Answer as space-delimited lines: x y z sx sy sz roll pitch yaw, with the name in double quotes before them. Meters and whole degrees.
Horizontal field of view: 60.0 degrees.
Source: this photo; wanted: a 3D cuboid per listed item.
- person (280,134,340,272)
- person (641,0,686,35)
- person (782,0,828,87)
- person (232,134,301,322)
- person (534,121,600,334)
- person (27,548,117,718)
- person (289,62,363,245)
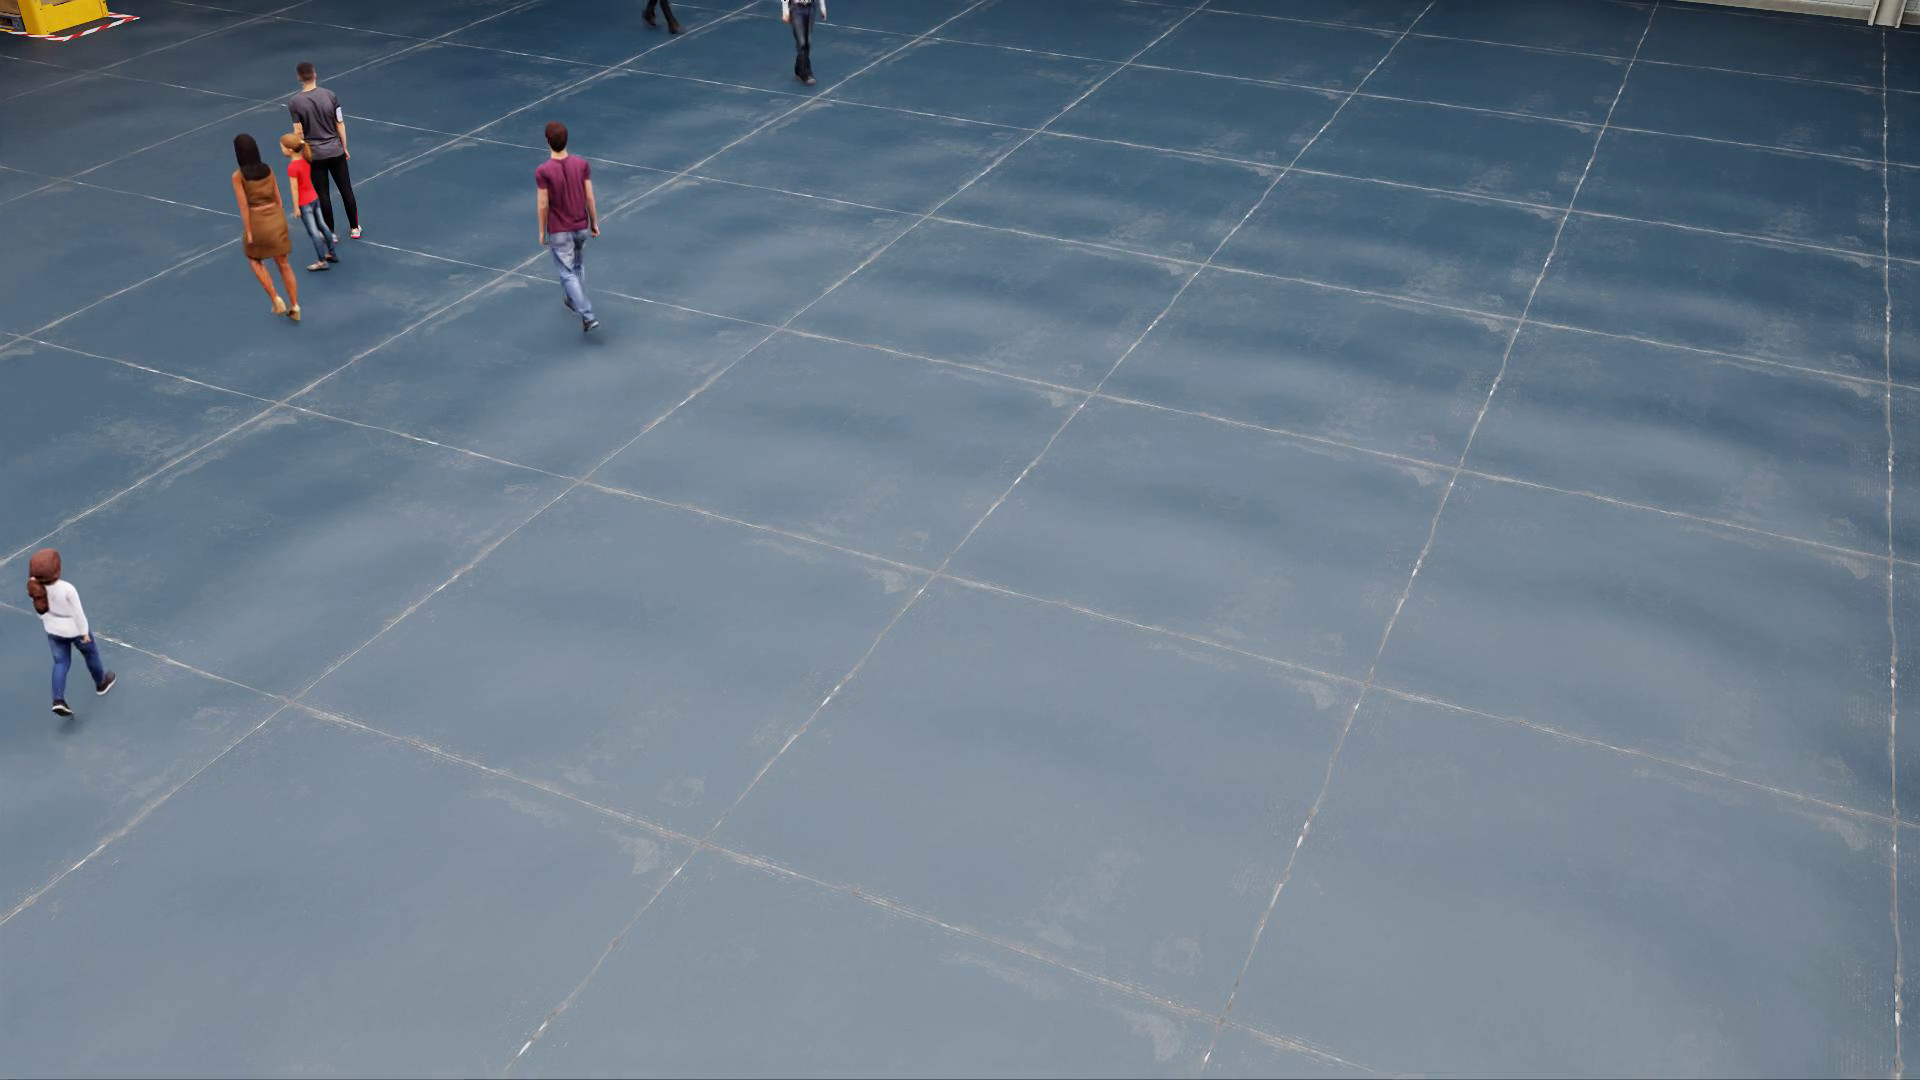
"person" -6.166 -3.208 15.752 0.541 1.305 0.533 5 33 7
"person" -4.150 -7.815 22.636 1.158 1.752 0.760 21 38 29
"person" -2.005 -6.626 20.706 0.926 1.800 1.051 -21 38 -29
"person" -6.051 -2.696 14.603 0.698 1.664 0.653 22 39 31
"person" -3.371 -2.680 14.431 1.032 1.821 1.245 -21 38 -30
"person" -5.398 0.554 9.981 0.743 1.098 0.687 0 32 0
"person" -6.200 -3.772 16.218 0.719 1.761 0.732 -19 37 -27
